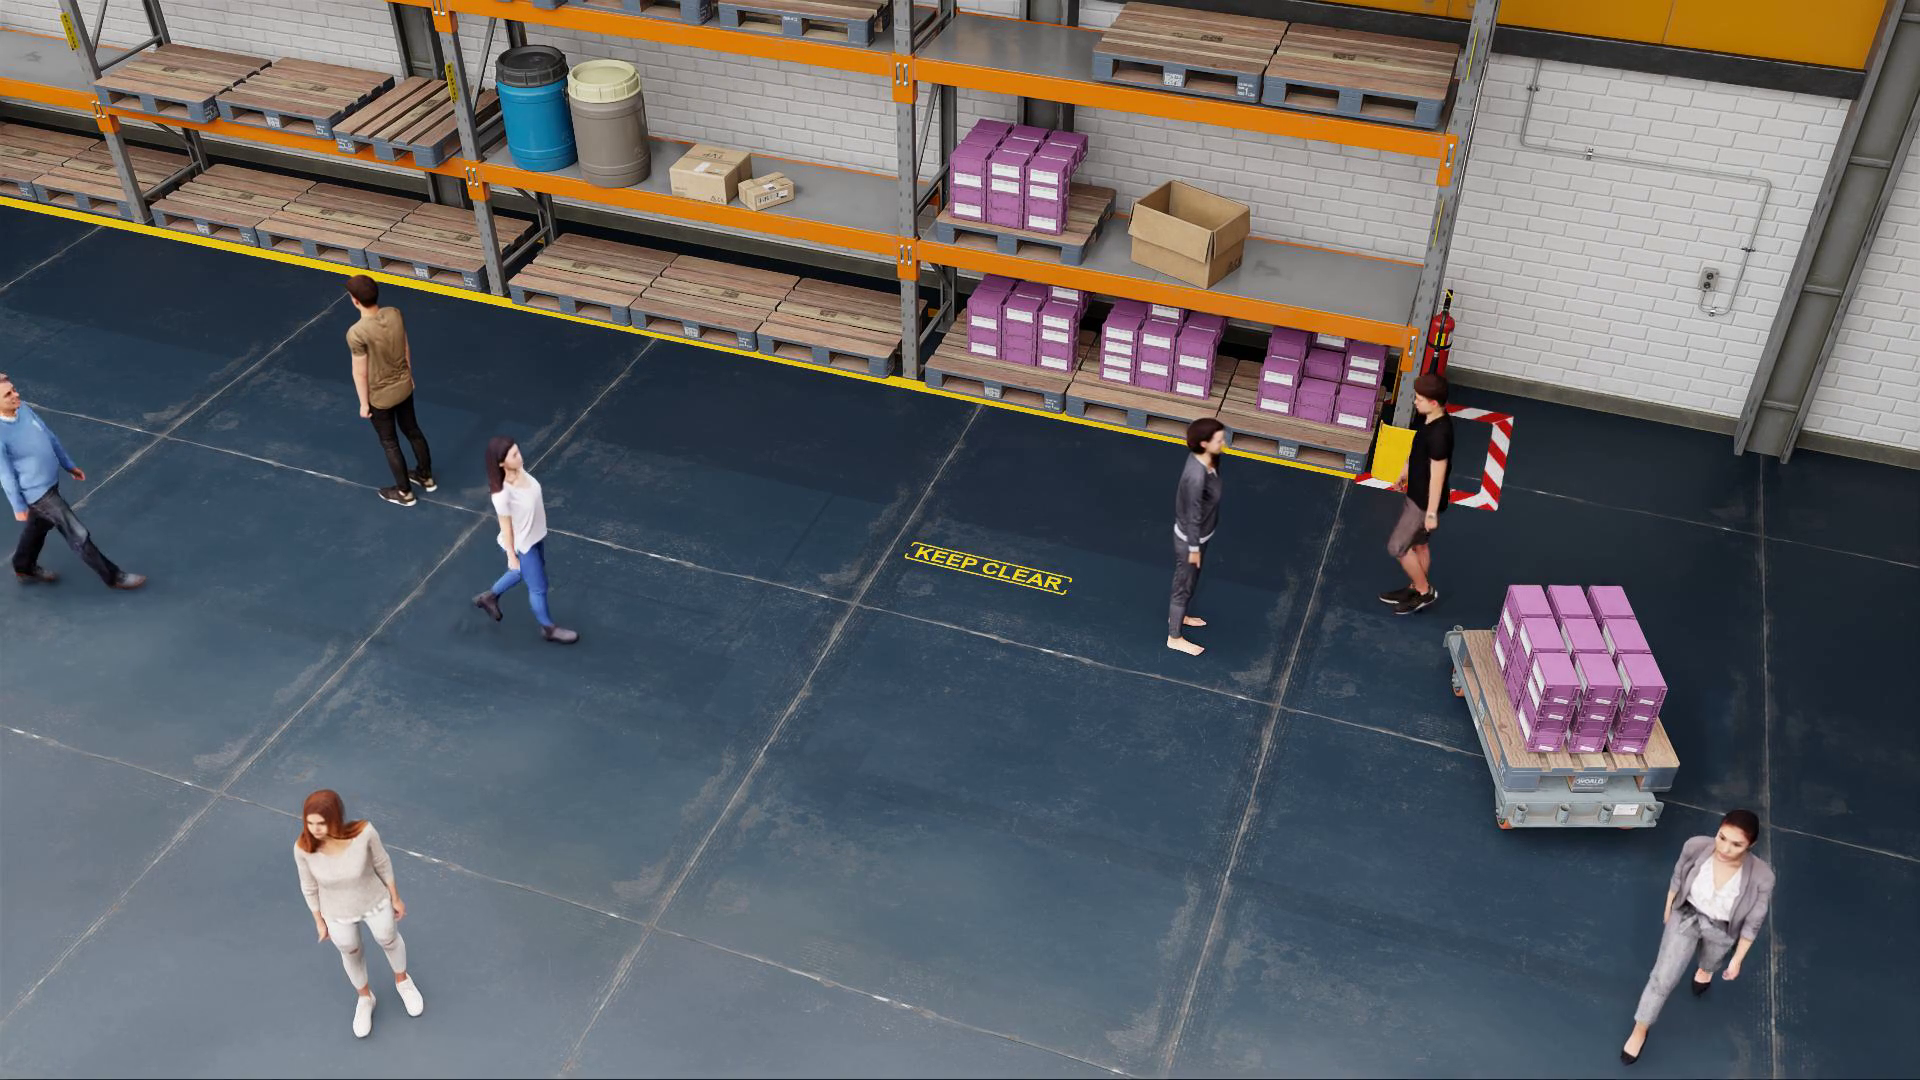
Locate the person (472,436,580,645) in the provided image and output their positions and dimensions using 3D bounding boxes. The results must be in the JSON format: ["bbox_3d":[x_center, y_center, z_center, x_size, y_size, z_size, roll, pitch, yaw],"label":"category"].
[{"bbox_3d":[-2.943,0.018,10.891,1.016,1.669,0.797,1,39,1],"label":"person"}]

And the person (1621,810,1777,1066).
[{"bbox_3d":[3.843,1.953,8.494,1.112,1.636,0.907,25,45,28],"label":"person"}]

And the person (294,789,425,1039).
[{"bbox_3d":[-3.104,1.863,8.548,0.673,1.709,0.745,-14,41,-17],"label":"person"}]

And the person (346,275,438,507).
[{"bbox_3d":[-4.161,-1.091,12.134,0.605,1.849,0.687,17,42,21],"label":"person"}]

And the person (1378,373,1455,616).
[{"bbox_3d":[3.201,-0.281,11.128,0.725,1.840,0.764,4,39,5],"label":"person"}]

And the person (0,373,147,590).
[{"bbox_3d":[-6.347,-0.374,11.297,1.264,1.775,0.993,-3,39,-4],"label":"person"}]

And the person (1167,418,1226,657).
[{"bbox_3d":[1.527,-0.052,10.897,0.561,1.770,0.635,7,39,9],"label":"person"}]
